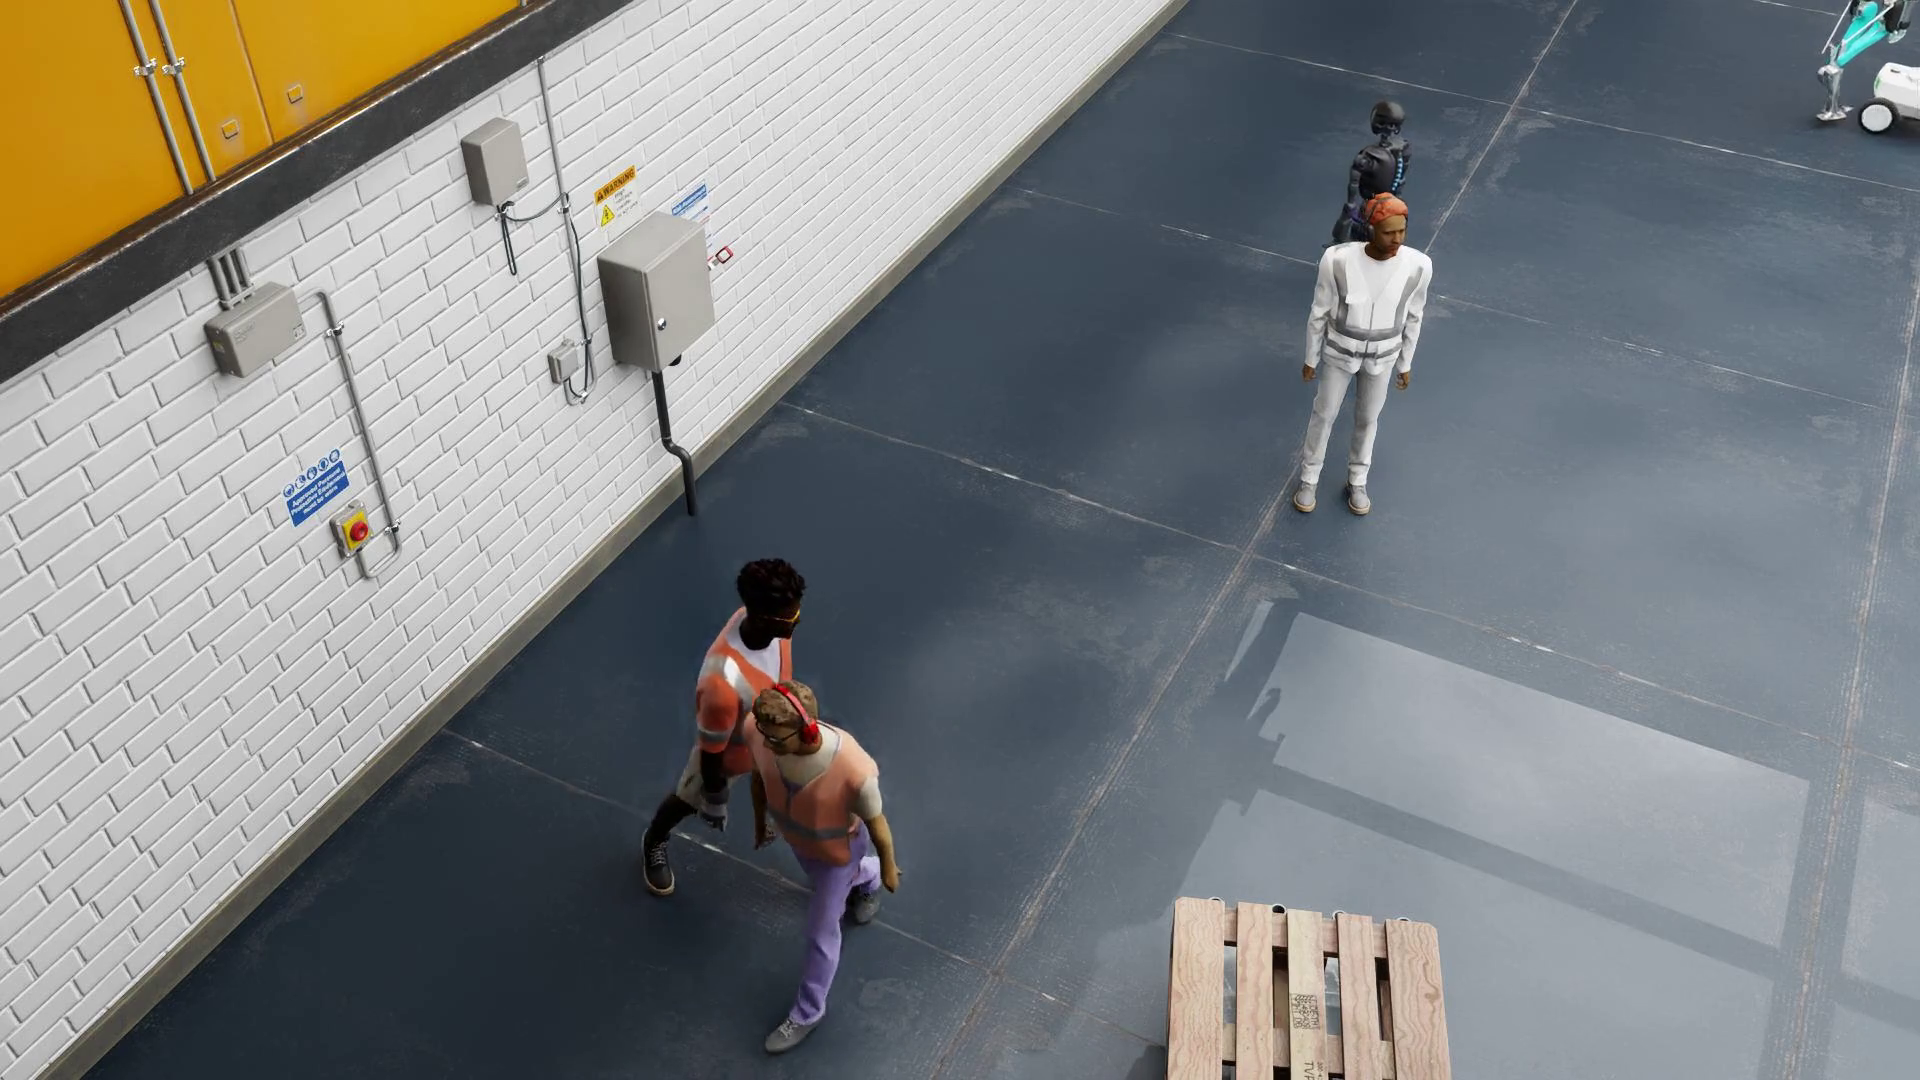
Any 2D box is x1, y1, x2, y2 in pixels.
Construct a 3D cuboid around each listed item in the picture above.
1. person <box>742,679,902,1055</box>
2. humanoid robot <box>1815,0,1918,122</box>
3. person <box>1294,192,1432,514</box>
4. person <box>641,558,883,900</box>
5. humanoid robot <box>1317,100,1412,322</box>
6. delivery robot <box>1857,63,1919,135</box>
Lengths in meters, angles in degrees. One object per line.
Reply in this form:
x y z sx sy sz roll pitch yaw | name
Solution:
-0.501 1.117 6.376 0.595 1.800 0.924 25 46 26 | person
6.600 -3.839 12.167 0.792 1.787 0.549 -14 43 -16 | humanoid robot
2.085 -0.949 8.703 0.580 1.883 0.352 4 41 4 | person
-0.923 0.794 6.687 1.091 1.893 0.659 17 44 19 | person
2.383 -1.837 9.894 0.608 1.648 0.515 -29 49 -30 | humanoid robot
7.190 -3.290 12.442 0.805 0.606 0.499 27 48 28 | delivery robot
